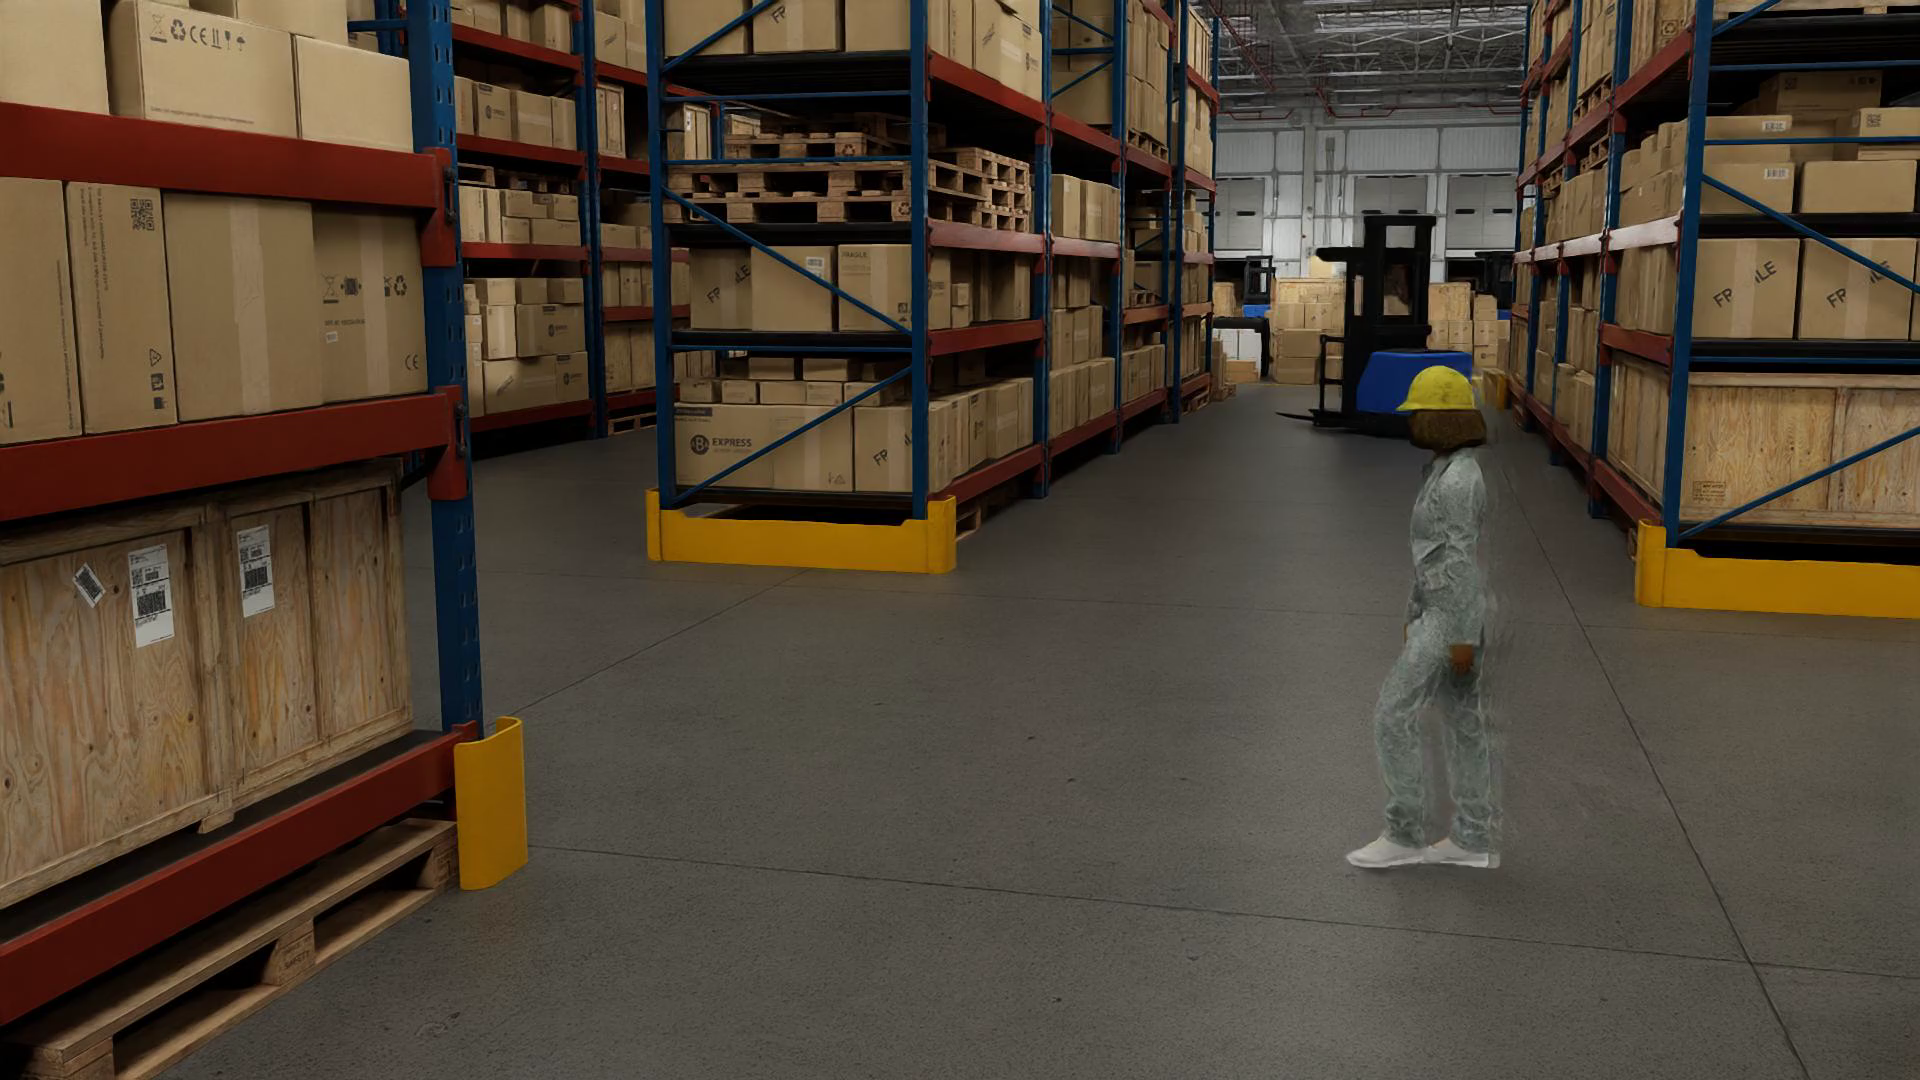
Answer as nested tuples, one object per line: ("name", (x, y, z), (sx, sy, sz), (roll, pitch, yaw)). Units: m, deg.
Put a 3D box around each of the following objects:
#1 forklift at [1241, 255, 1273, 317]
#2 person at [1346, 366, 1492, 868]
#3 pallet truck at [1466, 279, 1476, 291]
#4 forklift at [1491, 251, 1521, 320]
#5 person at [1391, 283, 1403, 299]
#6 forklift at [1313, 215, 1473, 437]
("forklift", (10.552, -8.662, 58.803), (1.129, 2.768, 1.873), (2, 9, 15))
("person", (1.561, 0.275, 5.658), (0.624, 1.721, 0.516), (2, 9, 13))
("pallet truck", (18.896, -8.459, 60.307), (1.885, 1.965, 0.823), (5, 10, 31))
("forklift", (16.039, -7.084, 48.777), (1.129, 2.768, 1.873), (-2, 9, -12))
("person", (10.948, -5.546, 42.077), (0.513, 1.923, 0.644), (4, 10, 22))
("forklift", (5.650, -2.794, 21.525), (1.129, 2.768, 1.873), (-4, 10, -26))
